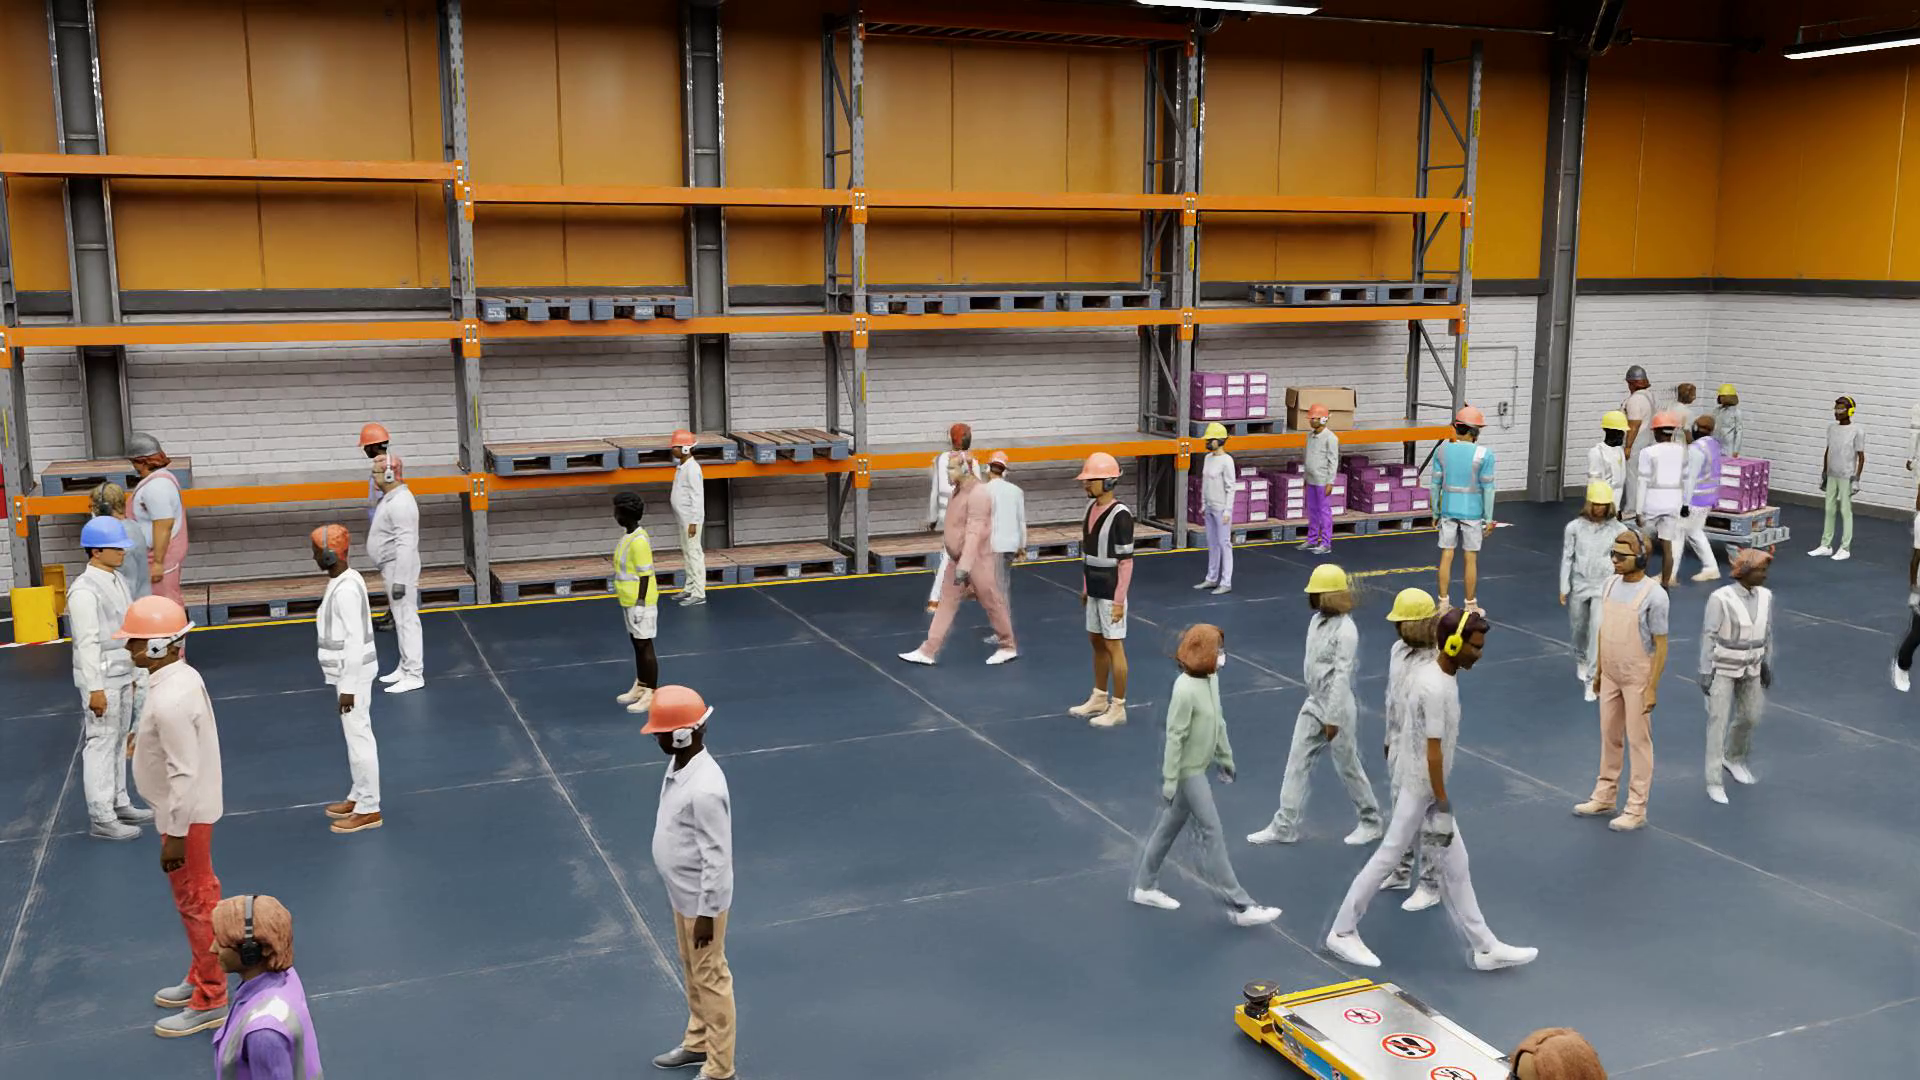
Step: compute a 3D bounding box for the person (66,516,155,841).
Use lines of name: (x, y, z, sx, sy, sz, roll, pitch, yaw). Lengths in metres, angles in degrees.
person: (-5.094, 0.816, 9.977, 0.405, 1.946, 0.610, -2, 10, -10)

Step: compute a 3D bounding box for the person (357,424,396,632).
person: (-5.333, -0.114, 15.389, 0.385, 1.929, 0.547, -4, 11, -21)

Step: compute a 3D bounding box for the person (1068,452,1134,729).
person: (1.047, 0.369, 12.276, 0.396, 2.044, 0.609, -4, 11, -21)

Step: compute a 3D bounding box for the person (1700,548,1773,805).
person: (4.937, 0.846, 10.718, 0.664, 1.638, 0.493, -3, 10, -18)

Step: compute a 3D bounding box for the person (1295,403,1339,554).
person: (4.157, -0.715, 19.370, 0.348, 1.749, 0.571, -4, 11, -21)

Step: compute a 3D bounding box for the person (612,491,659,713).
person: (-2.474, 0.468, 12.711, 0.322, 1.695, 0.536, -4, 11, -21)

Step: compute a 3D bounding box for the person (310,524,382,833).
person: (-3.715, 0.829, 10.087, 0.358, 1.885, 0.574, -4, 11, -21)

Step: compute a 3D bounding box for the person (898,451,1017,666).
person: (0.037, 0.170, 14.013, 1.050, 1.839, 0.652, -4, 11, -23)

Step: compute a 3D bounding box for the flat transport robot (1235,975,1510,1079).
flat transport robot: (1.817, 2.176, 6.970, 0.652, 0.197, 1.431, -4, 11, -23)

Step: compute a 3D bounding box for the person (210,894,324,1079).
person: (-2.044, 1.838, 4.974, 0.315, 1.641, 0.514, -4, 11, -21)

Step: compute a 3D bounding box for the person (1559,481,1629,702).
person: (5.056, 0.363, 13.272, 0.487, 1.714, 0.843, 4, 11, 24)

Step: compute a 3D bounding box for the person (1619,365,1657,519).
person: (8.760, -1.265, 21.700, 0.535, 2.000, 0.684, 8, 13, 40)

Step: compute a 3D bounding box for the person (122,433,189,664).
person: (-6.673, 0.115, 13.751, 0.536, 2.000, 0.683, -4, 11, -21)

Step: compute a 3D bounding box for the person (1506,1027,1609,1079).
person: (1.461, 1.986, 4.143, 0.283, 1.633, 0.501, -4, 11, -21)

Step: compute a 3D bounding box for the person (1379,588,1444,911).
person: (2.418, 1.110, 8.897, 0.320, 1.737, 0.487, -4, 11, -21)

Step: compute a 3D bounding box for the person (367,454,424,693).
person: (-4.514, 0.262, 13.290, 0.399, 1.909, 0.642, -4, 11, -21)

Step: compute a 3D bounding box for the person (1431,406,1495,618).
person: (4.810, -0.259, 15.901, 0.611, 2.040, 0.393, 8, 13, 39)

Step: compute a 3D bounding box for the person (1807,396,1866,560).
person: (10.041, -0.706, 18.974, 0.332, 1.872, 0.514, -4, 11, -21)

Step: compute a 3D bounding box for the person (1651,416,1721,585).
person: (7.747, -0.419, 17.574, 0.574, 1.797, 0.653, 8, 13, 39)

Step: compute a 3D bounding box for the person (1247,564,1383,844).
person: (2.160, 0.975, 9.774, 0.812, 1.702, 0.498, -3, 10, -16)

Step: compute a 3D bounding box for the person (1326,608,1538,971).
person: (2.290, 1.219, 8.071, 1.012, 1.805, 0.615, 4, 11, 22)

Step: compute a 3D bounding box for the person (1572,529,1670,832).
person: (4.051, 0.845, 10.110, 0.348, 1.846, 0.506, -4, 11, -21)

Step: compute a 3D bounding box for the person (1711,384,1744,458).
person: (10.267, -1.230, 22.352, 0.313, 1.744, 0.487, -4, 11, -21)

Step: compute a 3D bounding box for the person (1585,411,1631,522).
person: (6.501, -0.343, 16.716, 0.591, 1.925, 0.385, -9, 13, -42)

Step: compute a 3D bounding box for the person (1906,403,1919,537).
person: (11.933, -1.032, 20.355, 0.611, 2.040, 0.392, 4, 11, 20)

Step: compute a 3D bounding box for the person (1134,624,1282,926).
person: (1.289, 1.215, 8.691, 0.843, 1.581, 0.522, 5, 11, 25)

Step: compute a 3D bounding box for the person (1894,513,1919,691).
person: (7.572, 0.369, 12.909, 0.507, 1.834, 0.866, 2, 10, 11)

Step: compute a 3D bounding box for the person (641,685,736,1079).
person: (-1.125, 1.449, 6.912, 0.347, 1.743, 0.563, -4, 11, -21)

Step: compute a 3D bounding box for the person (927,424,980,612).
person: (0.004, -0.232, 16.366, 1.015, 1.826, 0.607, -9, 14, -43)

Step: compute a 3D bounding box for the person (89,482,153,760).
person: (-5.779, 0.554, 11.529, 0.376, 1.934, 0.629, -4, 11, -21)

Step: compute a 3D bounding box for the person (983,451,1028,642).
person: (0.344, 0.051, 15.133, 0.590, 1.695, 0.697, -9, 13, -42)

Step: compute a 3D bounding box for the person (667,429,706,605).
person: (-2.724, -0.229, 16.559, 0.341, 1.752, 0.563, -4, 11, -21)

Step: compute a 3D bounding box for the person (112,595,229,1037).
person: (-3.523, 1.226, 7.480, 0.393, 1.995, 0.612, -4, 11, -21)

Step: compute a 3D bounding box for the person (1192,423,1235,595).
person: (2.625, -0.322, 17.059, 0.330, 1.768, 0.526, -4, 11, -21)

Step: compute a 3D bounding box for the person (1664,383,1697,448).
person: (9.310, -1.136, 21.591, 0.419, 1.821, 0.531, -2, 10, -10)

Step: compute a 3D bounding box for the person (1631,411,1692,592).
person: (7.027, -0.349, 16.802, 0.558, 1.901, 0.818, 0, 10, -1)
